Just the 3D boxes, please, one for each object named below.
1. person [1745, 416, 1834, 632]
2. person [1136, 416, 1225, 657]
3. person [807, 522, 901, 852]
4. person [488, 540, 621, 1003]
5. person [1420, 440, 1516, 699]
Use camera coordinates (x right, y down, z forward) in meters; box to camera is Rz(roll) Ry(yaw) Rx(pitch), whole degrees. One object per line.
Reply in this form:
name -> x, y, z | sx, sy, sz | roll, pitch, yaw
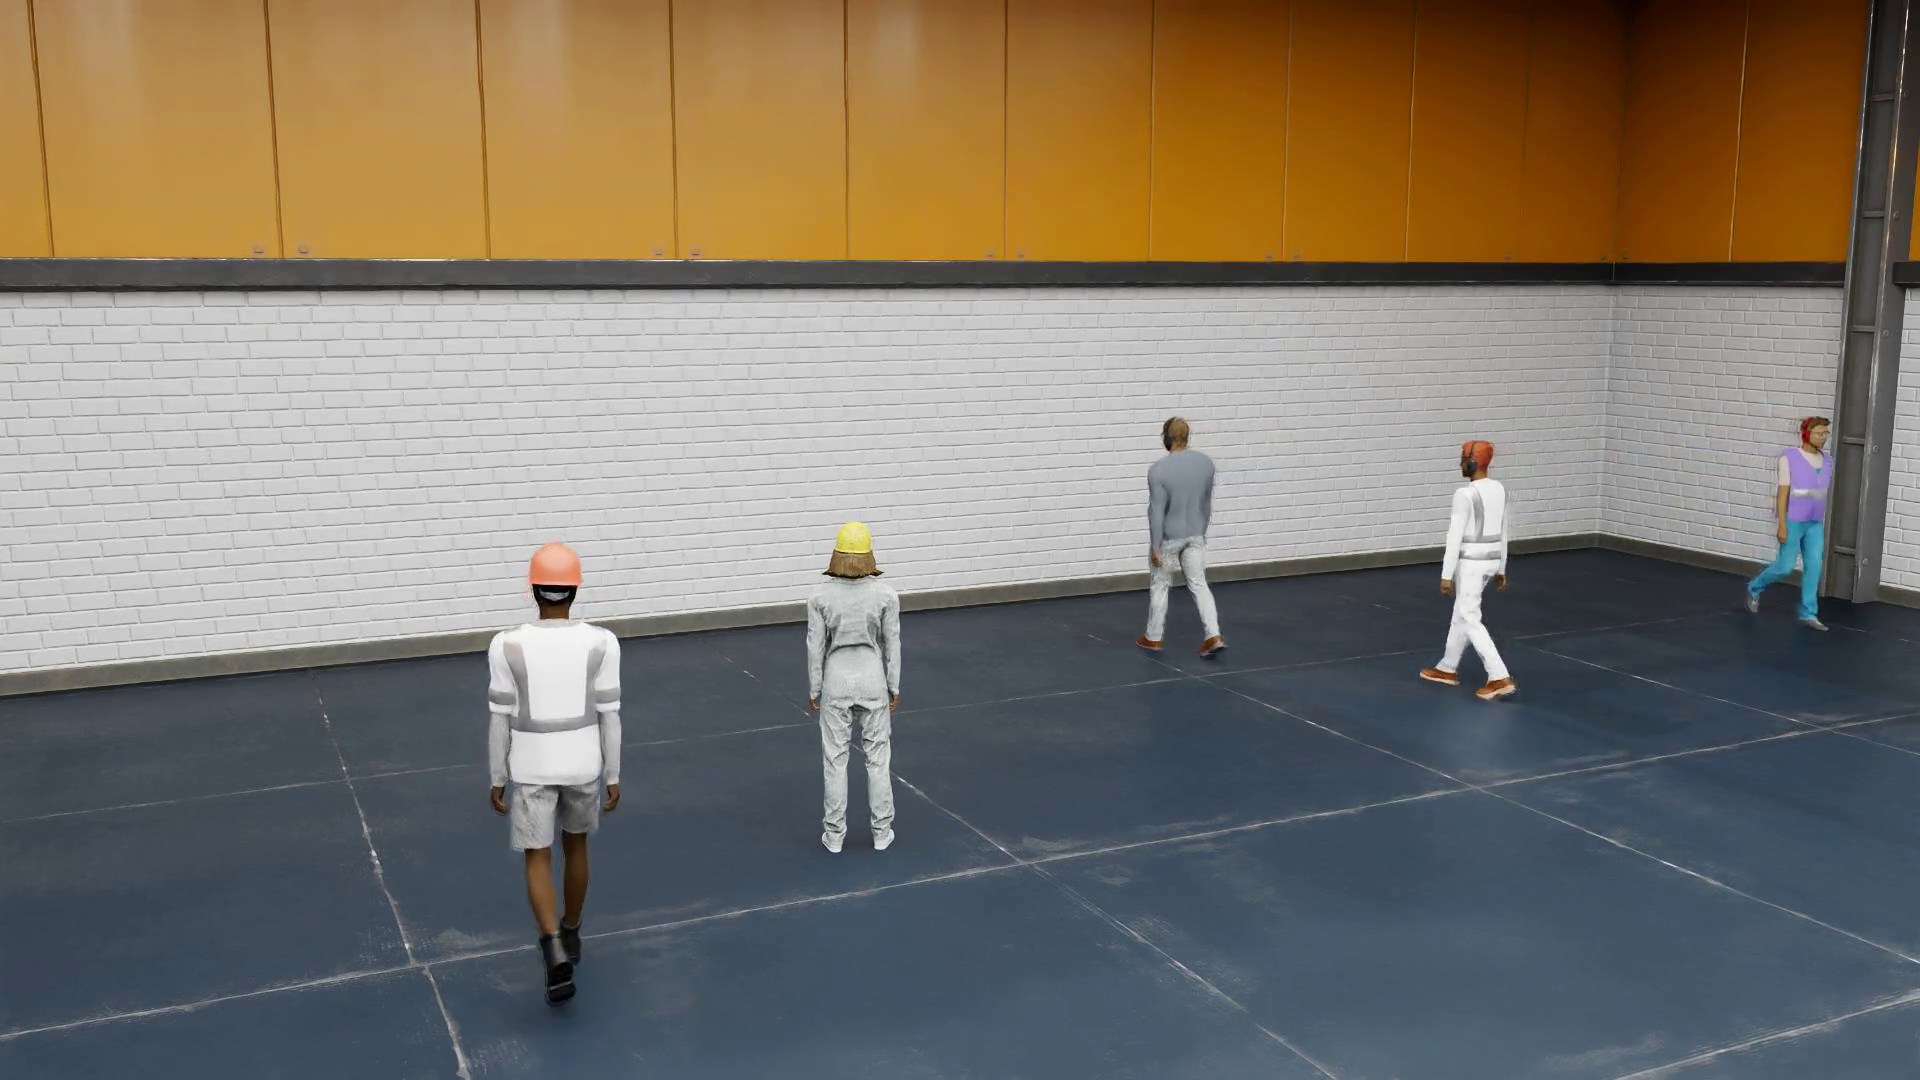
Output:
person -> 7.145, -0.163, 14.231 | 0.569, 1.830, 0.708 | -3, 10, -18
person -> 1.746, -0.022, 13.136 | 0.641, 1.937, 0.741 | -4, 10, -25
person -> -0.556, 0.768, 8.724 | 0.493, 1.743, 0.298 | -1, 9, -7
person -> -1.694, 0.962, 7.016 | 0.551, 1.910, 0.845 | -3, 10, -18
person -> 3.703, 0.196, 11.961 | 0.592, 1.851, 0.882 | -7, 12, -38
